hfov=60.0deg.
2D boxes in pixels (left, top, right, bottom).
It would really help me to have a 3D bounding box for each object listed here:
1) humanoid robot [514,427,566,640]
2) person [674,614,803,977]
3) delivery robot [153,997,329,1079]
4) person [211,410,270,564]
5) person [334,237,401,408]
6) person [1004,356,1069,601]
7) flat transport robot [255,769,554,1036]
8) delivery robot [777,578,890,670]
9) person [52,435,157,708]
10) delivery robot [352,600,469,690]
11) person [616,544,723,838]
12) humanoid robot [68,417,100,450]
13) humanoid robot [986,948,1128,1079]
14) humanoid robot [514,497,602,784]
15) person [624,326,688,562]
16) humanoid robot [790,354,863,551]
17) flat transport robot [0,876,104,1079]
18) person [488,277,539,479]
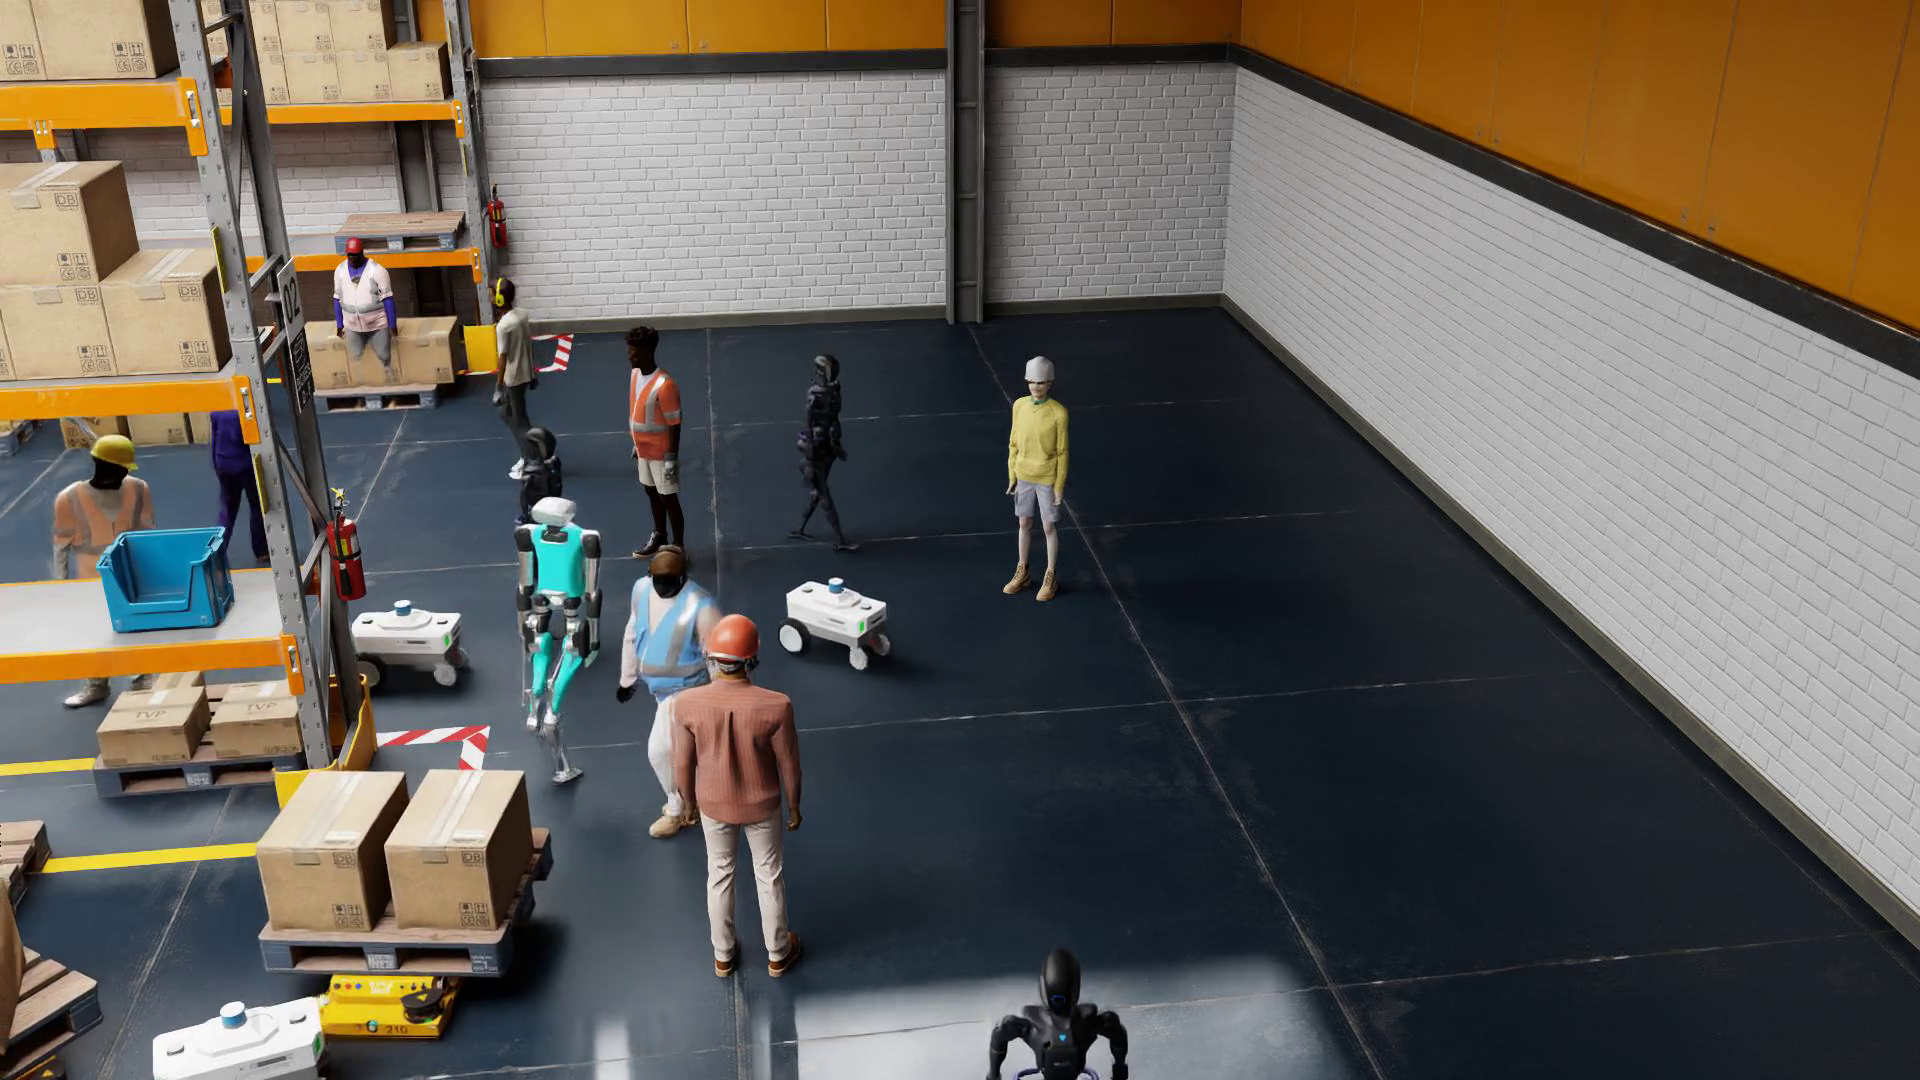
[{"bbox_3d":[-2.934,-0.015,11.689,0.331,1.647,0.608,5,24,12],"label":"humanoid robot"},{"bbox_3d":[-1.090,1.290,8.315,0.621,1.991,0.395,1,24,3],"label":"person"},{"bbox_3d":[-3.298,2.396,7.603,0.809,0.611,0.499,-10,26,-22],"label":"delivery robot"},{"bbox_3d":[-5.611,-0.527,12.955,0.510,1.587,0.612,7,25,15],"label":"person"},{"bbox_3d":[-5.859,-2.130,16.420,0.599,1.745,0.418,0,24,-1],"label":"person"},{"bbox_3d":[0.579,-0.470,12.449,0.484,1.894,0.380,12,26,26],"label":"person"},{"bbox_3d":[-2.837,2.055,8.714,0.659,0.231,1.431,1,24,1],"label":"flat transport robot"},{"bbox_3d":[-0.893,0.562,11.783,0.801,0.612,0.499,15,28,30],"label":"delivery robot"},{"bbox_3d":[-5.617,0.231,10.879,0.787,1.875,0.386,-18,29,-35],"label":"person"},{"bbox_3d":[-3.812,0.706,11.439,0.805,0.601,0.499,0,24,1],"label":"delivery robot"},{"bbox_3d":[-1.679,0.860,9.517,0.575,1.818,0.597,-15,28,-31],"label":"person"},{"bbox_3d":[-8.095,-1.566,15.275,0.777,1.895,0.549,7,25,17],"label":"humanoid robot"},{"bbox_3d":[0.381,2.257,6.546,0.612,1.632,0.728,-2,24,-4],"label":"humanoid robot"},{"bbox_3d":[-2.471,0.699,10.000,0.544,1.784,0.859,3,24,6],"label":"humanoid robot"},{"bbox_3d":[-2.374,-0.717,12.920,0.361,1.963,0.611,-17,29,-34],"label":"person"},{"bbox_3d":[-1.089,-0.709,13.309,0.706,1.628,0.608,9,25,19],"label":"humanoid robot"},{"bbox_3d":[-4.843,2.482,7.741,1.431,0.231,0.659,13,27,27],"label":"flat transport robot"},{"bbox_3d":[-3.952,-1.400,14.611,0.466,1.854,0.554,2,24,6],"label":"person"}]
